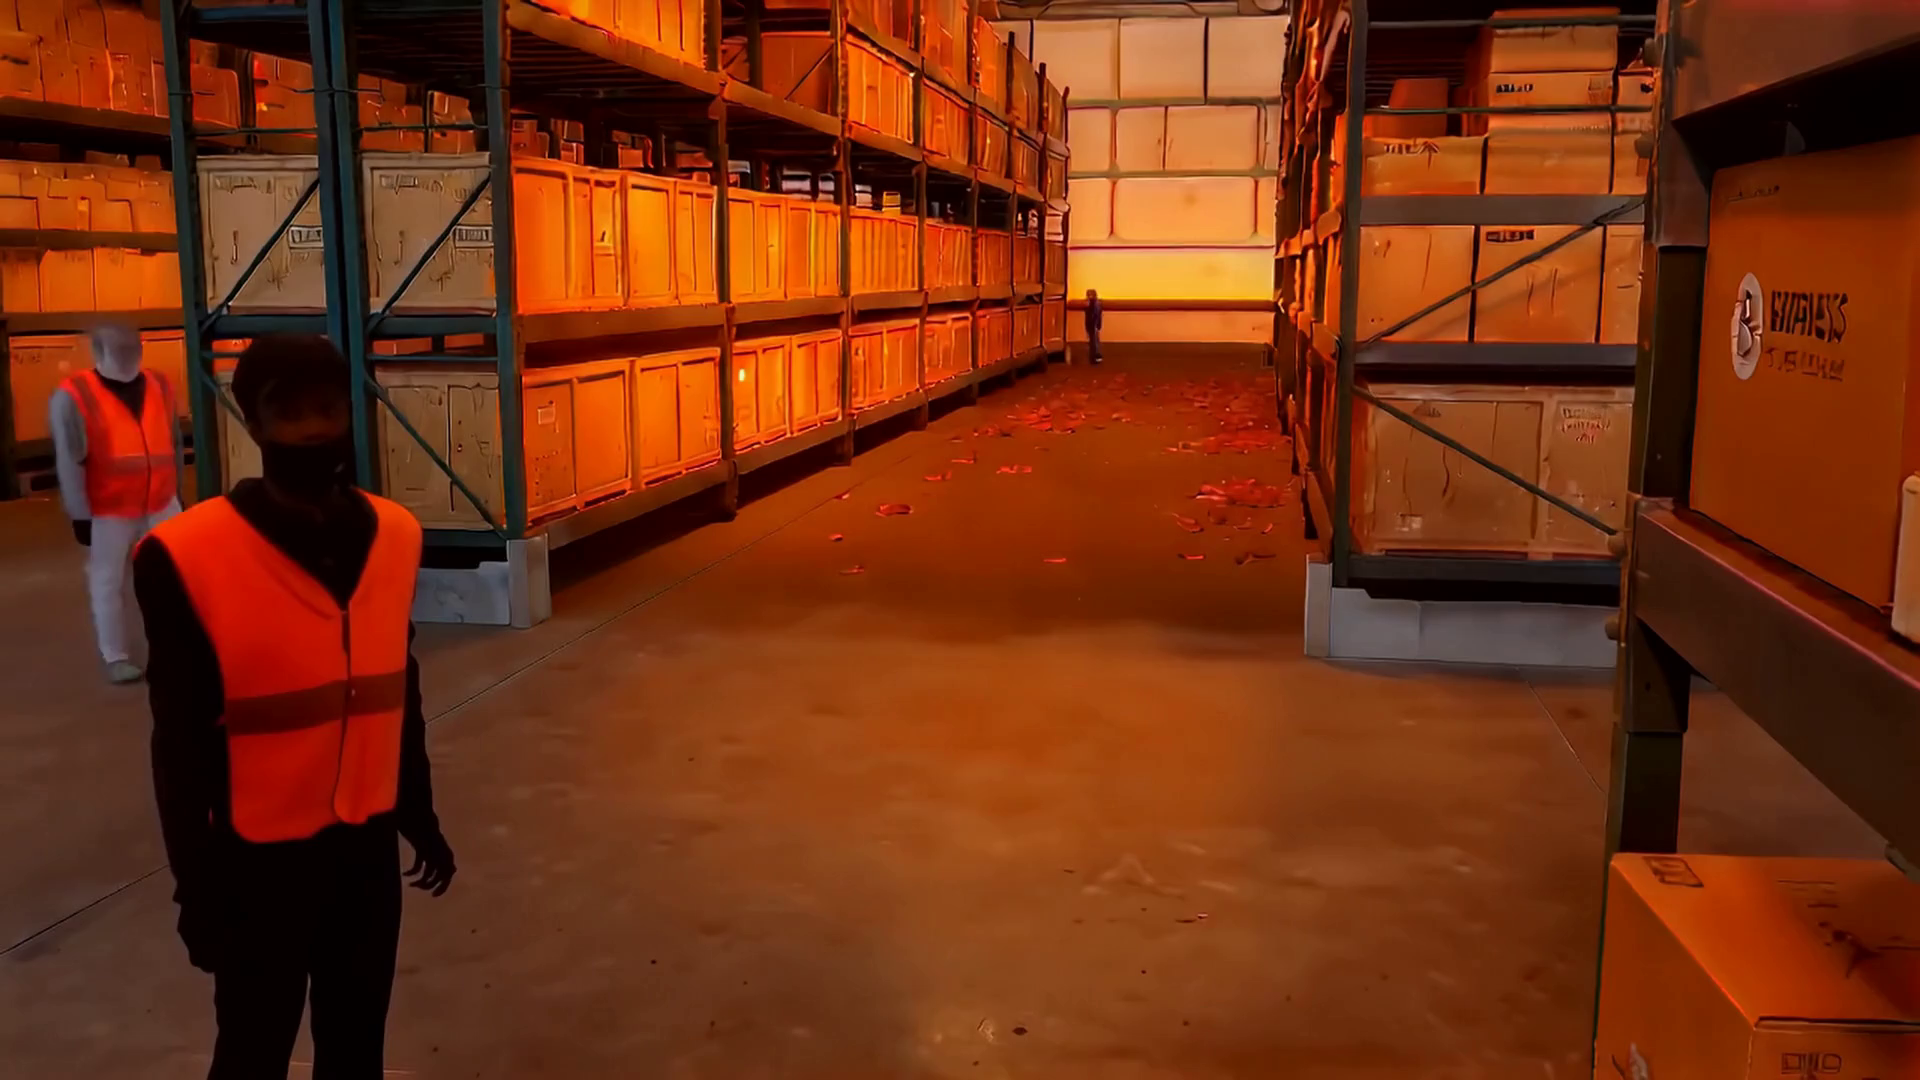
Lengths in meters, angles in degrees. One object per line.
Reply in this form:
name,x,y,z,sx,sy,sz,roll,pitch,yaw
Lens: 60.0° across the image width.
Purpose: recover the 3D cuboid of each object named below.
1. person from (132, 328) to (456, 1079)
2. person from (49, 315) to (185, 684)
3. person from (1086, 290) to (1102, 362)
person,-1.245,0.562,3.172,0.390,1.920,0.587,5,11,30
person,-3.948,-0.162,8.003,0.887,1.804,0.661,7,11,37
person,3.033,-4.841,37.614,0.323,1.628,0.526,-6,11,-34
